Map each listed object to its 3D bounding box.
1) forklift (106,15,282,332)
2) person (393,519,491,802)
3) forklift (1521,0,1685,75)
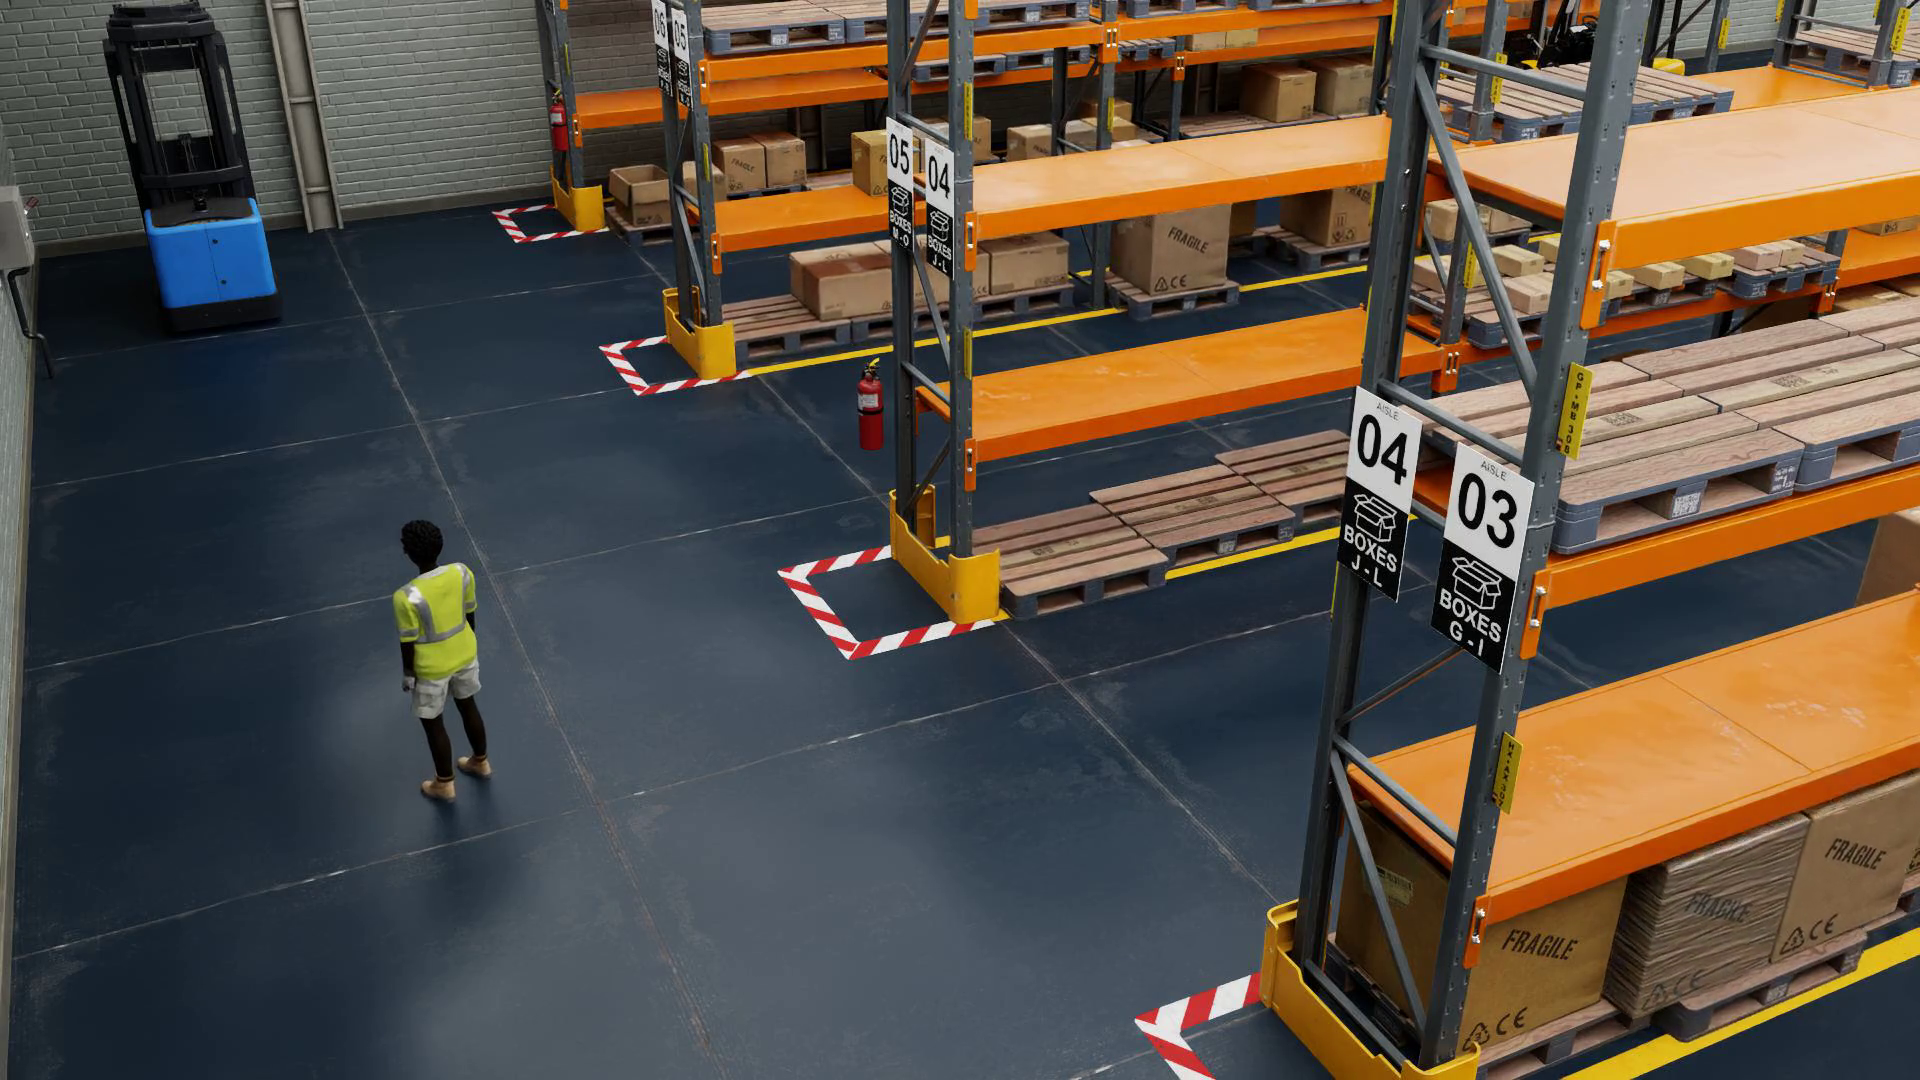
[{"bbox_3d":[-7.548,-3.672,16.323,1.129,2.768,1.873,-12,30,-22],"label":"forklift"},{"bbox_3d":[-2.884,0.666,9.289,0.319,1.685,0.537,16,32,28],"label":"person"},{"bbox_3d":[8.950,-6.807,23.056,1.214,2.155,2.313,-12,30,-22],"label":"forklift"}]
